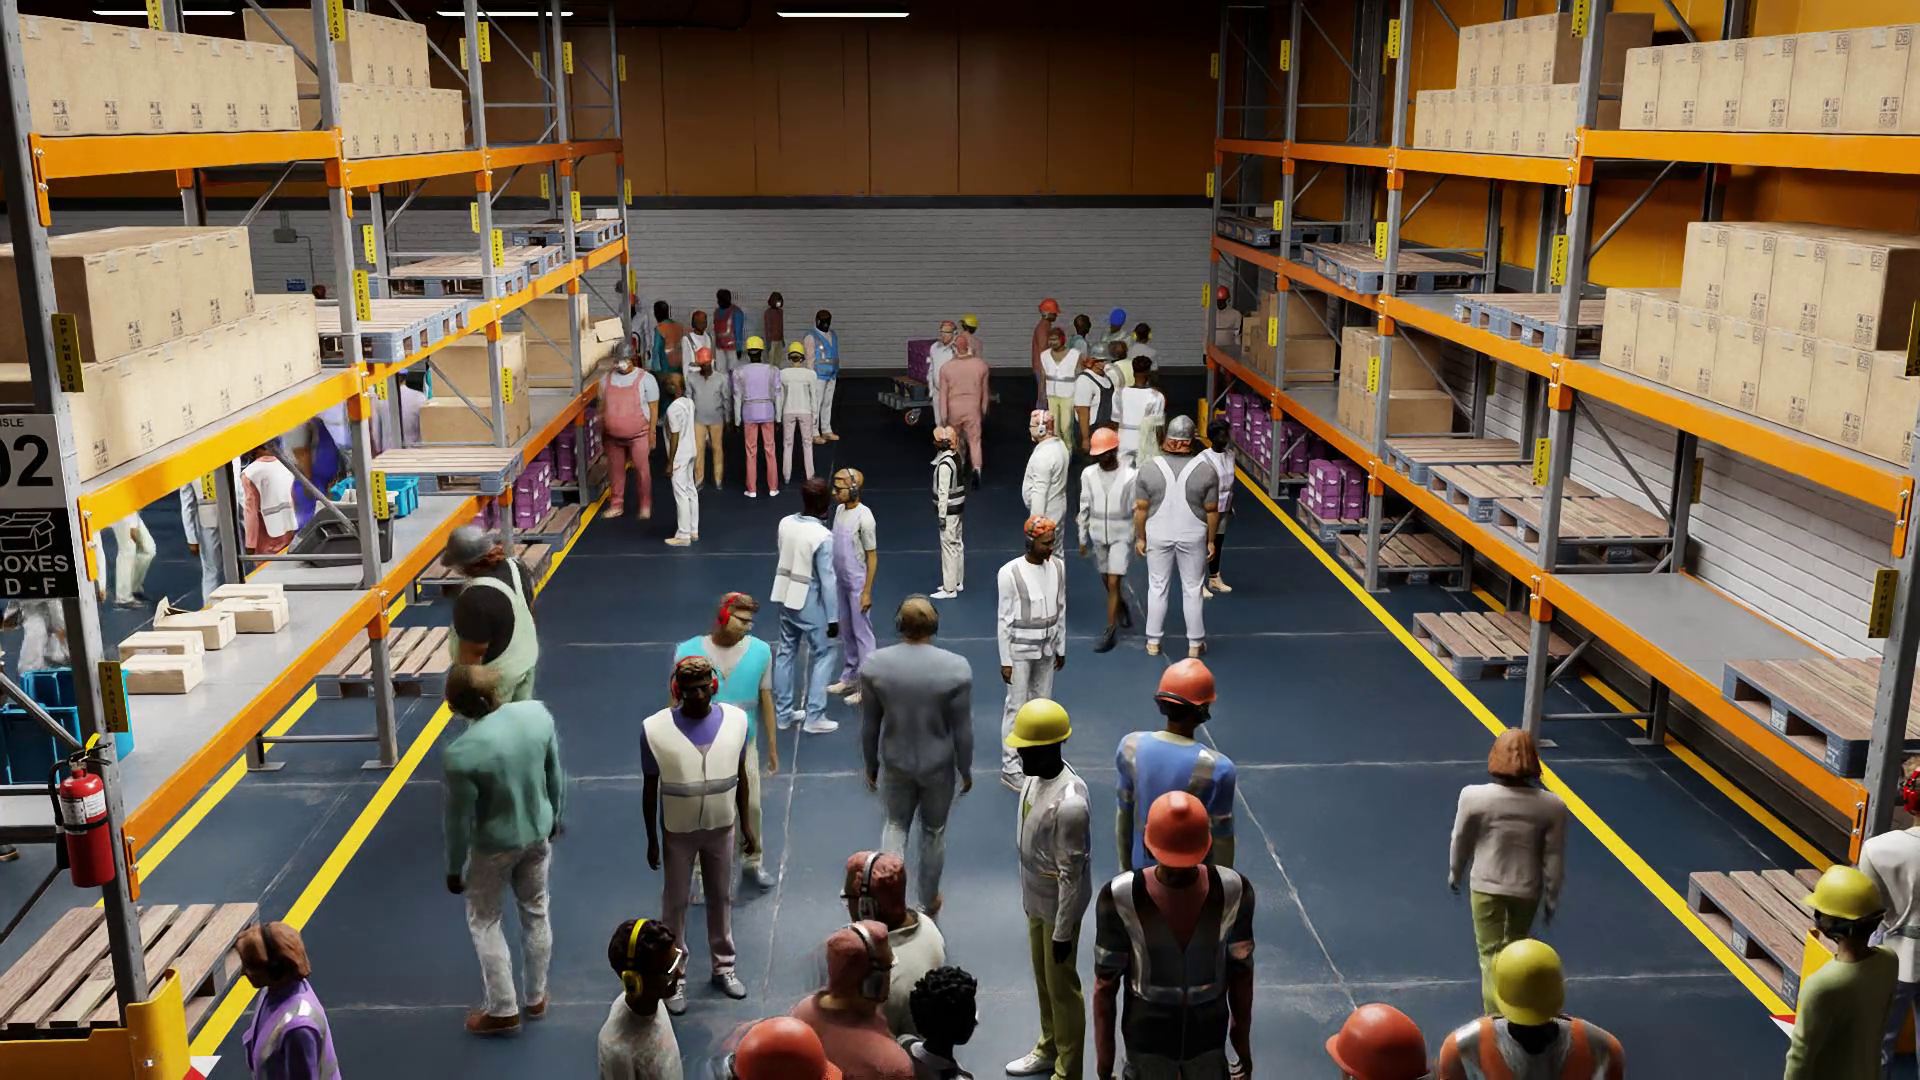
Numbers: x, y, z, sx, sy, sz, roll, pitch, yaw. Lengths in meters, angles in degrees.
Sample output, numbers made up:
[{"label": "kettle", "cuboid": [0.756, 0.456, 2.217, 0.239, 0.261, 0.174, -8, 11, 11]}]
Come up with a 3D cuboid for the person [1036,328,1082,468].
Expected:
[{"label": "person", "cuboid": [1.273, -1.796, 21.212, 0.603, 1.819, 0.488, 7, 16, 25]}]

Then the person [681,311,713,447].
[{"label": "person", "cuboid": [-3.522, -2.160, 22.510, 0.337, 1.882, 0.584, 9, 17, 32]}]

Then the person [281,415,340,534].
[{"label": "person", "cuboid": [-6.462, -0.668, 16.340, 0.715, 2.000, 0.689, -4, 15, -14]}]

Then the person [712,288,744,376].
[{"label": "person", "cuboid": [-3.584, -3.039, 26.083, 0.645, 1.824, 0.679, 11, 18, 38]}]

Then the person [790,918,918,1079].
[{"label": "person", "cuboid": [-0.335, 2.163, 5.574, 0.926, 1.872, 0.645, -7, 16, -26]}]

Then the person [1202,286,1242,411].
[{"label": "person", "cuboid": [3.892, -2.802, 24.843, 0.607, 1.987, 0.411, 6, 16, 24]}]

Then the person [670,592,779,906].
[{"label": "person", "cuboid": [-1.355, 1.180, 9.542, 0.610, 1.818, 0.397, -4, 15, -17]}]

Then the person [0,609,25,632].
[{"label": "person", "cuboid": [-8.723, -0.066, 14.247, 0.618, 1.920, 1.034, 14, 20, 43]}]

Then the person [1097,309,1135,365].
[{"label": "person", "cuboid": [2.081, -2.201, 22.621, 0.647, 1.905, 0.473, 12, 18, 39]}]

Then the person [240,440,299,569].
[{"label": "person", "cuboid": [-5.856, -0.048, 14.181, 0.398, 1.908, 0.599, 3, 15, 13]}]

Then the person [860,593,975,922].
[{"label": "person", "cuboid": [-0.241, 1.239, 9.100, 0.630, 1.922, 0.538, 3, 15, 13]}]

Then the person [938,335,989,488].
[{"label": "person", "cuboid": [0.039, -1.572, 20.239, 0.652, 1.864, 0.809, -2, 14, -9]}]

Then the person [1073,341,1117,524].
[{"label": "person", "cuboid": [1.536, -1.203, 18.443, 0.535, 2.000, 0.681, 7, 16, 25]}]

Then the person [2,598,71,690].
[{"label": "person", "cuboid": [-6.715, 0.555, 12.206, 0.486, 1.709, 0.826, 13, 19, 42]}]

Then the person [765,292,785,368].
[{"label": "person", "cuboid": [-3.026, -3.260, 27.327, 0.277, 1.631, 0.507, 6, 16, 23]}]

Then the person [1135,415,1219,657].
[{"label": "person", "cuboid": [1.812, -0.042, 13.883, 0.685, 2.000, 0.535, 3, 15, 12]}]

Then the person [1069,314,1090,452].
[{"label": "person", "cuboid": [1.635, -2.114, 22.406, 0.336, 1.846, 0.514, -4, 15, -15]}]

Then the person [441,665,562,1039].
[{"label": "person", "cuboid": [-2.199, 1.501, 8.141, 0.395, 1.901, 0.672, 13, 19, 41]}]

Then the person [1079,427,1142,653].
[{"label": "person", "cuboid": [1.312, -0.060, 14.269, 0.552, 1.896, 0.929, 6, 16, 23]}]

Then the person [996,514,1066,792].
[{"label": "person", "cuboid": [0.485, 0.745, 11.123, 0.582, 1.879, 0.357, -12, 19, -39]}]

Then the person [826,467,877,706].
[{"label": "person", "cuboid": [-0.827, 0.348, 12.742, 0.332, 1.844, 0.518, -9, 17, -32]}]

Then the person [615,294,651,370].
[{"label": "person", "cuboid": [-5.114, -2.984, 26.005, 0.573, 1.749, 0.338, -3, 15, -12]}]

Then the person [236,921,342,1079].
[{"label": "person", "cuboid": [-2.420, 2.150, 6.099, 0.313, 1.631, 0.524, -9, 17, -30]}]

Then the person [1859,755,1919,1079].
[{"label": "person", "cuboid": [4.020, 1.814, 7.015, 0.563, 1.836, 0.386, 1, 14, 2]}]

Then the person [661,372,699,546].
[{"label": "person", "cuboid": [-2.946, -0.850, 17.456, 0.344, 1.841, 0.504, 4, 15, 15]}]

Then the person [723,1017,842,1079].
[{"label": "person", "cuboid": [-0.545, 2.300, 4.903, 1.039, 1.935, 0.638, -1, 14, -6]}]

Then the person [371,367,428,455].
[{"label": "person", "cuboid": [-5.940, -0.983, 17.814, 0.645, 1.934, 0.424, -1, 14, -4]}]

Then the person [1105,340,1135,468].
[{"label": "person", "cuboid": [1.929, -1.486, 19.976, 0.432, 1.834, 0.650, 13, 19, 41]}]

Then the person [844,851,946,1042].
[{"label": "person", "cuboid": [-0.278, 2.029, 6.058, 0.401, 1.894, 0.653, 4, 15, 15]}]

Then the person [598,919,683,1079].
[{"label": "person", "cuboid": [-1.038, 2.142, 5.652, 0.326, 1.871, 0.520, 0, 14, 0]}]

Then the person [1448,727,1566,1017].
[{"label": "person", "cuboid": [2.625, 1.660, 8.079, 0.505, 1.593, 0.819, 2, 14, 7]}]

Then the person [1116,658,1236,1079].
[{"label": "person", "cuboid": [1.009, 1.532, 7.725, 0.610, 2.034, 0.402, 11, 18, 37]}]

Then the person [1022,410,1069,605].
[{"label": "person", "cuboid": [0.751, -0.230, 14.916, 0.398, 1.898, 0.646, 5, 15, 18]}]

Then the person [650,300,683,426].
[{"label": "person", "cuboid": [-4.140, -2.515, 23.945, 0.907, 1.880, 0.590, 4, 15, 15]}]

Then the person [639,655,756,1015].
[{"label": "person", "cuboid": [-1.320, 1.454, 8.395, 0.563, 1.847, 0.389, -7, 16, -26]}]

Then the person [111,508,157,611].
[{"label": "person", "cuboid": [-7.549, -0.200, 15.125, 0.459, 1.718, 0.603, -7, 16, -26]}]

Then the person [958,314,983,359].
[{"label": "person", "cuboid": [0.064, -2.312, 23.395, 0.604, 1.729, 0.749, 4, 15, 16]}]

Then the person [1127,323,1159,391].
[{"label": "person", "cuboid": [2.319, -1.920, 21.728, 0.542, 1.809, 0.976, 9, 17, 30]}]

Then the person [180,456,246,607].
[{"label": "person", "cuboid": [-6.435, -0.102, 14.390, 0.399, 1.906, 0.603, 8, 17, 30]}]

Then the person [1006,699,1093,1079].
[{"label": "person", "cuboid": [0.396, 1.632, 7.557, 0.397, 1.920, 0.587, -4, 15, -14]}]

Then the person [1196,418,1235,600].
[{"label": "person", "cuboid": [2.386, -0.302, 15.589, 0.535, 1.699, 0.318, -14, 20, -43]}]

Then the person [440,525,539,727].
[{"label": "person", "cuboid": [-2.972, 0.803, 10.566, 0.534, 2.000, 0.790, 4, 15, 14]}]

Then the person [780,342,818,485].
[{"label": "person", "cuboid": [-1.988, -1.546, 20.359, 0.523, 1.759, 0.351, 1, 14, 3]}]

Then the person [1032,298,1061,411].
[{"label": "person", "cuboid": [1.196, -2.371, 23.146, 0.404, 1.983, 0.634, 1, 14, 5]}]

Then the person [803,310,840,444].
[{"label": "person", "cuboid": [-1.884, -2.263, 23.006, 0.428, 1.839, 0.632, 9, 17, 31]}]

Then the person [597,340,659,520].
[{"label": "person", "cuboid": [-3.742, -1.227, 18.537, 0.730, 2.000, 0.535, 3, 15, 10]}]

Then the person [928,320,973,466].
[{"label": "person", "cuboid": [-0.149, -1.878, 21.380, 0.640, 1.901, 0.406, 10, 17, 33]}]

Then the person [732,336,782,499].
[{"label": "person", "cuboid": [-2.390, -1.444, 19.634, 0.585, 1.917, 0.382, -3, 15, -13]}]

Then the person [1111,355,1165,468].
[{"label": "person", "cuboid": [1.906, -1.008, 17.854, 0.603, 1.957, 0.387, 6, 16, 24]}]

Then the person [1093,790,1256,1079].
[{"label": "person", "cuboid": [0.814, 1.892, 6.321, 0.615, 2.031, 0.403, -1, 14, -4]}]

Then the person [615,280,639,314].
[{"label": "person", "cuboid": [-5.397, -3.243, 26.764, 0.680, 1.888, 0.664, 0, 14, 1]}]

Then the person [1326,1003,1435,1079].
[{"label": "person", "cuboid": [1.192, 2.278, 4.866, 0.611, 1.996, 0.379, -11, 18, -37]}]

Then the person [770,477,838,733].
[{"label": "person", "cuboid": [-1.127, 0.495, 12.114, 0.446, 1.876, 0.591, -12, 19, -40]}]

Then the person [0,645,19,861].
[{"label": "person", "cuboid": [-5.974, 1.013, 9.897, 0.373, 1.962, 0.605, 13, 19, 42]}]

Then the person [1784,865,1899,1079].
[{"label": "person", "cuboid": [3.246, 2.052, 6.225, 0.526, 1.762, 0.339, -8, 16, -29]}]

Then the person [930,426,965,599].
[{"label": "person", "cuboid": [-0.105, -0.259, 15.556, 0.313, 1.634, 0.514, 3, 15, 12]}]

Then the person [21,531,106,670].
[{"label": "person", "cuboid": [-6.802, 0.349, 12.587, 0.635, 1.932, 0.363, -7, 16, -26]}]

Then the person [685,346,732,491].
[{"label": "person", "cuboid": [-3.039, -1.465, 20.047, 0.566, 1.750, 0.356, 0, 14, 1]}]

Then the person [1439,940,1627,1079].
[{"label": "person", "cuboid": [1.846, 2.180, 5.421, 0.604, 1.909, 0.447, 3, 15, 10]}]

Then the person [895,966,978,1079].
[{"label": "person", "cuboid": [-0.070, 2.235, 5.627, 0.322, 1.698, 0.533, -10, 18, -35]}]
